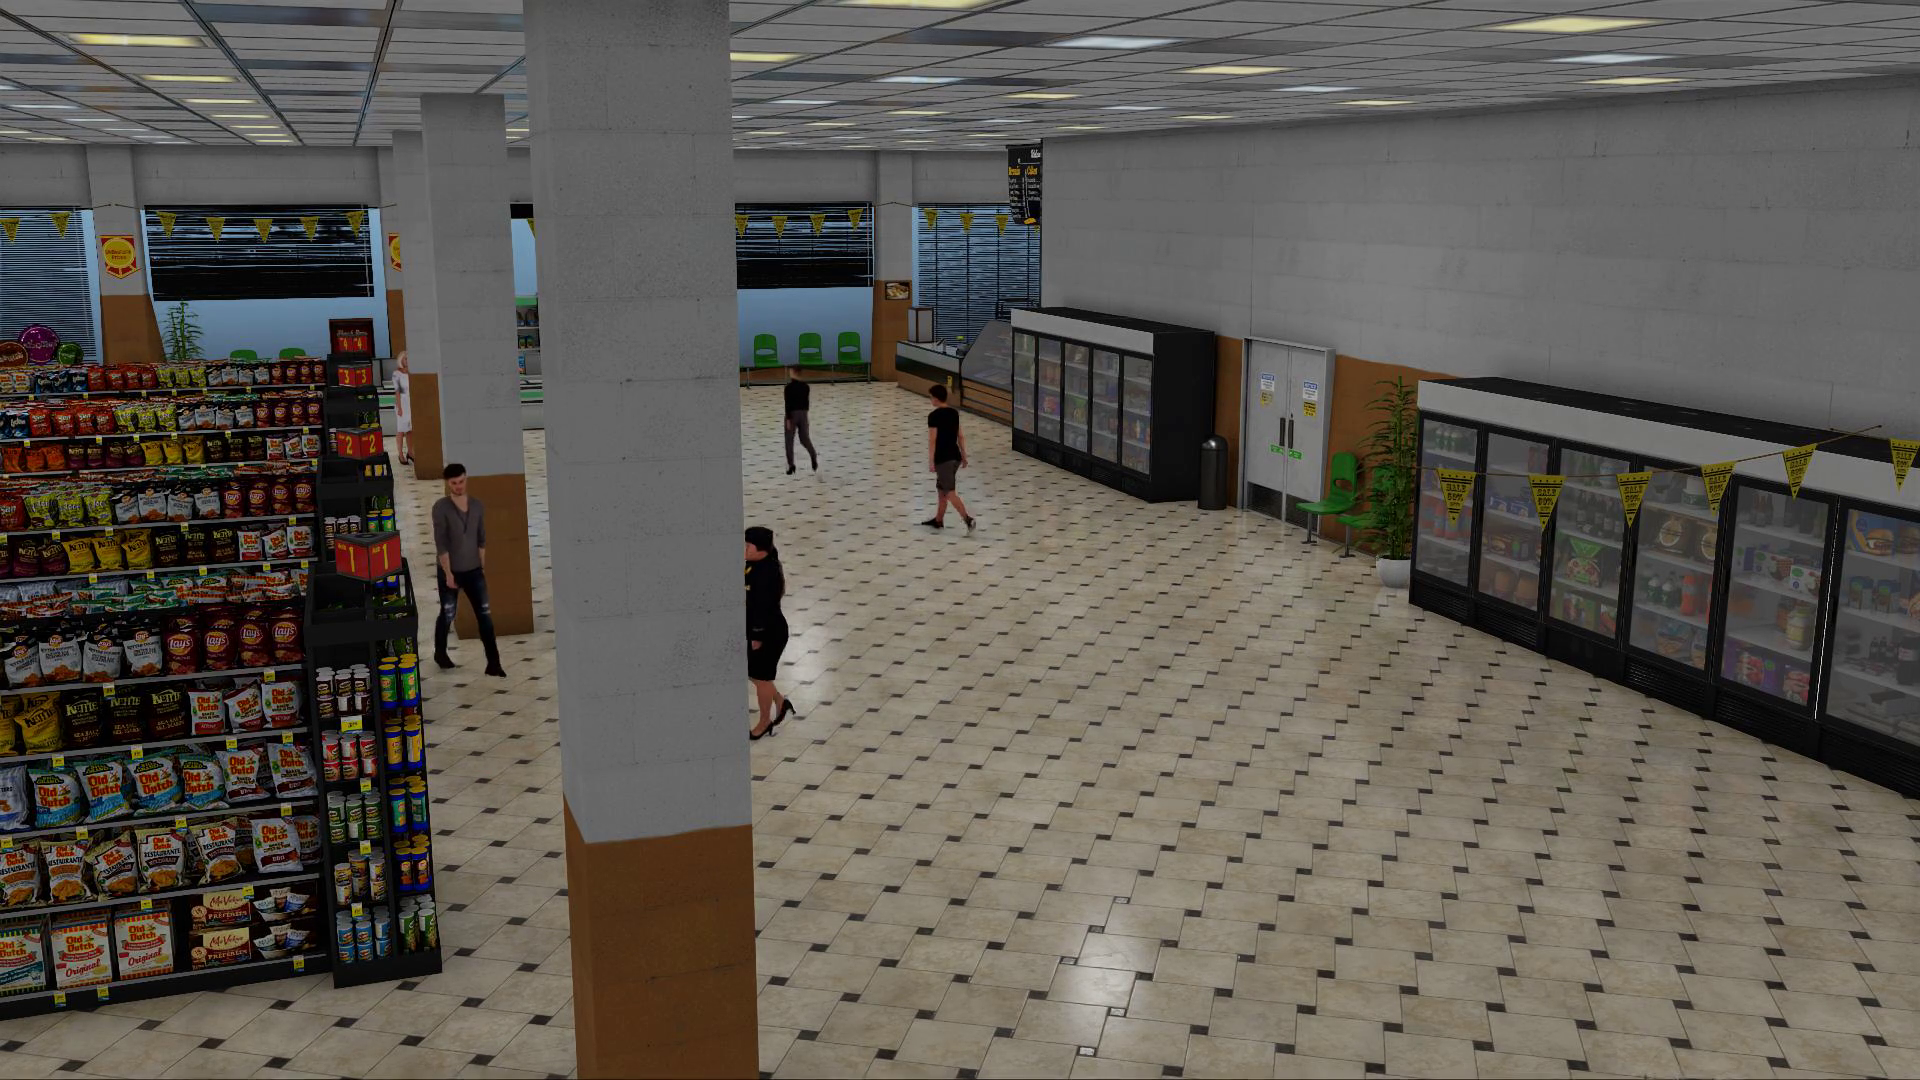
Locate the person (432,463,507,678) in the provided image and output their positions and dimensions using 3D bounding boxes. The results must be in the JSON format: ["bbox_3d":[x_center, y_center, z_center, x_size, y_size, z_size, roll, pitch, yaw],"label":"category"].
[{"bbox_3d":[-4.390,0.280,14.404,1.225,1.841,0.998,-11,16,-41],"label":"person"}]

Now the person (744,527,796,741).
[{"bbox_3d":[-1.449,0.717,12.756,0.708,1.667,0.748,-3,12,-12],"label":"person"}]

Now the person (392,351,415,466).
[{"bbox_3d":[-8.595,-2.061,25.742,0.692,1.750,0.637,5,13,23],"label":"person"}]

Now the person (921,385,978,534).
[{"bbox_3d":[-0.091,-0.954,20.319,1.158,1.818,1.220,10,16,41],"label":"person"}]

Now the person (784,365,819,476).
[{"bbox_3d":[-2.332,-1.723,24.380,0.964,1.651,0.819,-9,15,-36],"label":"person"}]
